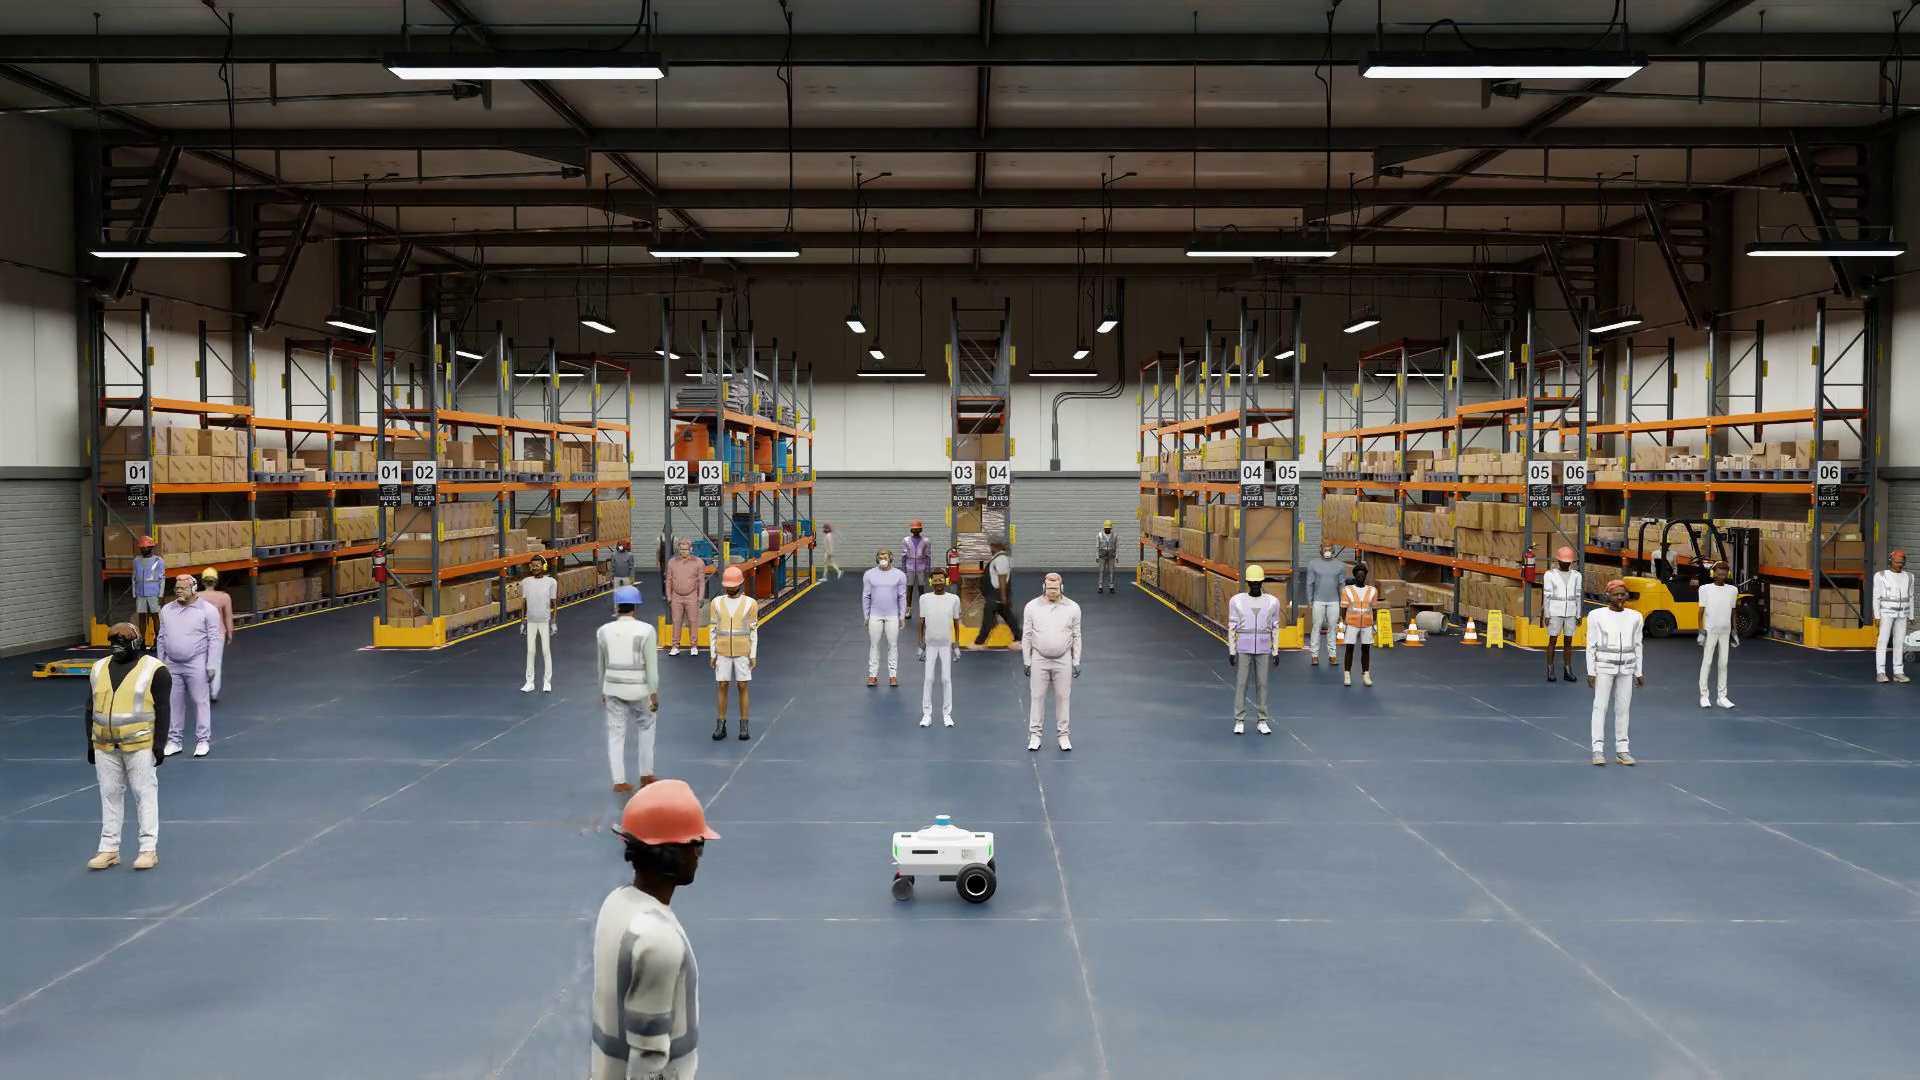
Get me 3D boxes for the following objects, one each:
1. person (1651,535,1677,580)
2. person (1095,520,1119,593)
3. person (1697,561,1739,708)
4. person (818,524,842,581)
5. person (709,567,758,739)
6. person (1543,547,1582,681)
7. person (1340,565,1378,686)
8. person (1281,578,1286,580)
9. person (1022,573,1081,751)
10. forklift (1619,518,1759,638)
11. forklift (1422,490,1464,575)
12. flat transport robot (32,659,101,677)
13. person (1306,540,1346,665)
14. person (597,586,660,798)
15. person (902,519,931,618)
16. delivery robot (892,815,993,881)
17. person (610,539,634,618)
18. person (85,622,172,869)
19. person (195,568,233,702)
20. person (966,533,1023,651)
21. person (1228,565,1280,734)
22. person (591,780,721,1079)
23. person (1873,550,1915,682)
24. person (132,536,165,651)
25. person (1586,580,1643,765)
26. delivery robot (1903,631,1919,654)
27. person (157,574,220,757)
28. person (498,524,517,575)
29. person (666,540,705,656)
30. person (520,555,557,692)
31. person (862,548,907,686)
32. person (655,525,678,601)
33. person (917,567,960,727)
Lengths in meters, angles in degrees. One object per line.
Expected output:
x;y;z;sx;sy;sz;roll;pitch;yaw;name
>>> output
14.090;0.775;32.292;0.522;1.768;0.312;0;2;0;person
3.702;0.415;40.642;0.586;1.823;0.403;0;2;0;person
9.644;1.194;20.538;0.510;1.865;0.329;0;2;0;person
-3.630;0.345;45.069;0.627;1.612;0.506;-1;2;-13;person
-2.539;1.260;18.072;0.542;1.929;0.368;0;2;0;person
8.647;1.058;23.148;0.542;1.929;0.368;0;2;0;person
5.597;1.193;22.642;0.532;1.696;0.319;0;2;0;person
8.985;0.215;45.527;0.623;1.839;0.429;0;2;0;person
0.985;1.303;17.335;0.639;1.903;0.409;0;2;0;person
13.417;0.684;29.791;2.313;2.155;1.214;0;2;0;forklift
13.926;-0.371;47.846;1.873;2.768;1.129;0;2;0;forklift
-12.715;1.874;23.691;1.431;0.197;0.652;0;2;0;flat transport robot
5.706;0.973;25.164;0.628;1.940;0.373;0;2;0;person
-3.029;1.383;14.976;0.646;1.921;0.754;1;2;14;person
-0.904;0.598;33.308;0.605;2.044;0.375;0;2;0;person
-0.121;2.179;11.324;0.707;0.478;0.477;0;2;0;delivery robot
-7.017;0.792;33.509;0.497;1.633;0.283;0;2;0;person
-6.267;1.539;12.131;0.623;1.844;0.429;0;2;0;person
-9.821;1.234;21.142;0.553;1.718;0.876;-1;3;-29;person
0.659;0.858;27.316;1.031;2.000;0.688;0;2;1;person
3.357;1.246;18.431;0.584;1.927;0.367;0;2;0;person
-1.044;1.749;5.045;1.034;2.000;0.616;-1;3;-29;person
13.325;1.084;23.029;0.573;1.886;0.356;0;2;0;person
-13.623;0.898;27.070;0.542;1.938;0.358;0;2;0;person
6.684;1.346;16.478;0.573;1.883;0.356;0;2;0;person
15.273;1.612;25.605;0.707;0.478;0.477;0;2;0;delivery robot
-8.127;1.315;16.959;0.639;1.909;0.409;0;2;0;person
-11.139;0.454;39.653;0.586;1.823;0.403;0;2;0;person
-4.496;0.943;26.399;0.639;1.903;0.409;0;2;0;person
-5.753;1.132;22.026;0.510;1.872;0.329;0;2;0;person
-1.059;1.074;22.621;0.628;1.940;0.373;0;2;0;person
-6.921;0.513;38.123;0.526;1.835;0.449;0;2;-4;person
-0.252;1.252;18.992;0.510;1.872;0.329;0;2;0;person
